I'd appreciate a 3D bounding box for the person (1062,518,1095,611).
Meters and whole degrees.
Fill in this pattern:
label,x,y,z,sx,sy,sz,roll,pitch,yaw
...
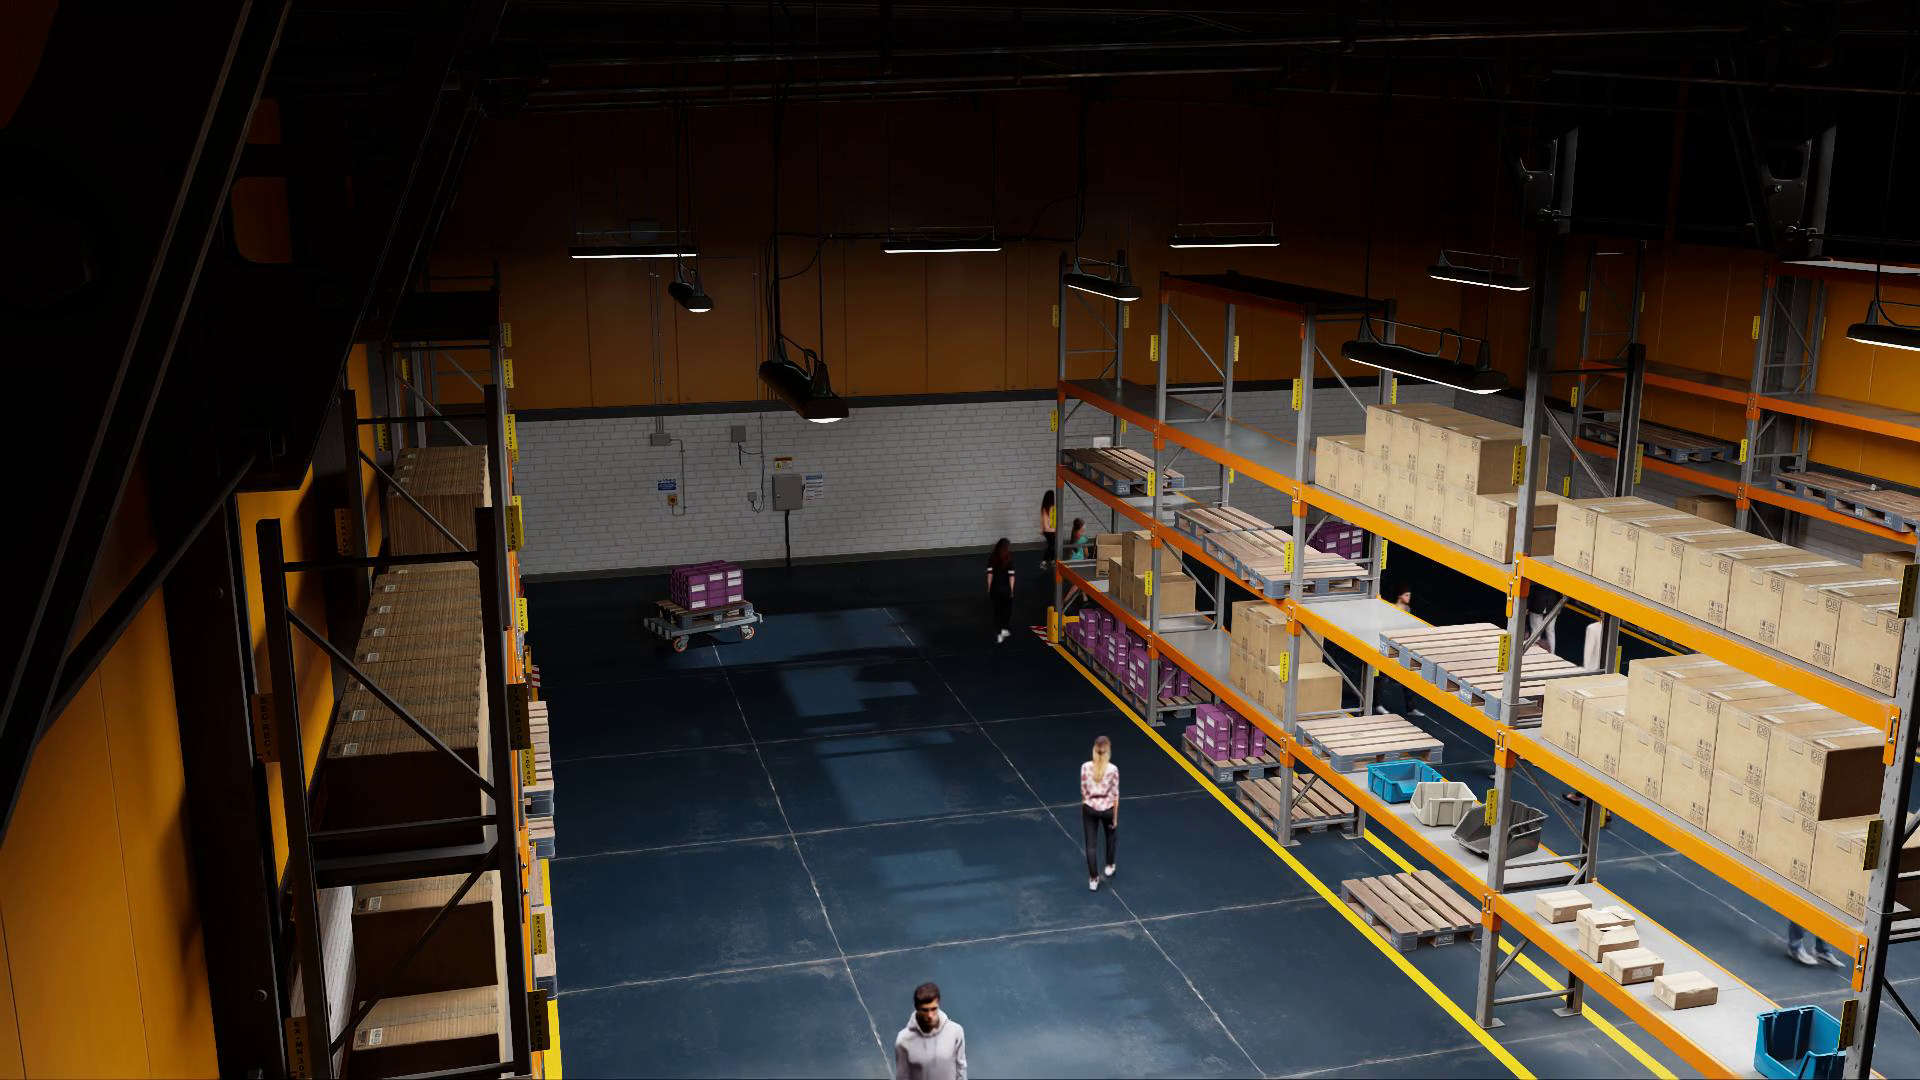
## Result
label,x,y,z,sx,sy,sz,roll,pitch,yaw
person,1.917,0.424,27.420,0.894,1.528,1.058,-10,17,-37

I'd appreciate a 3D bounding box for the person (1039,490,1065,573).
label,x,y,z,sx,sy,sz,roll,pitch,yaw
person,1.607,-0.145,29.927,0.974,1.454,0.975,10,17,36

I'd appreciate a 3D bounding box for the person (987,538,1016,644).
label,x,y,z,sx,sy,sz,roll,pitch,yaw
person,0.610,0.797,25.694,0.753,1.616,0.809,4,14,15

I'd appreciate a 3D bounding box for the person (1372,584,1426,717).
label,x,y,z,sx,sy,sz,roll,pitch,yaw
person,5.793,1.475,22.450,0.876,1.824,1.051,-8,16,-30

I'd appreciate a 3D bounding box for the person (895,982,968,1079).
label,x,y,z,sx,sy,sz,roll,pitch,yaw
person,-0.228,3.993,11.863,0.706,1.913,0.910,-4,14,-17

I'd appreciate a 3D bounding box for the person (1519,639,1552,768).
label,x,y,z,sx,sy,sz,roll,pitch,yaw
person,7.196,2.006,20.707,0.695,1.611,0.522,-7,15,-28

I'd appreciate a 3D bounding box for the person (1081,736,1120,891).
label,x,y,z,sx,sy,sz,roll,pitch,yaw
person,1.426,2.850,17.229,0.770,1.608,0.914,3,14,10

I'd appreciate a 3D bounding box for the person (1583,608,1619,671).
label,x,y,z,sx,sy,sz,roll,pitch,yaw
person,8.198,1.673,21.478,0.707,1.896,0.782,-5,14,-19
